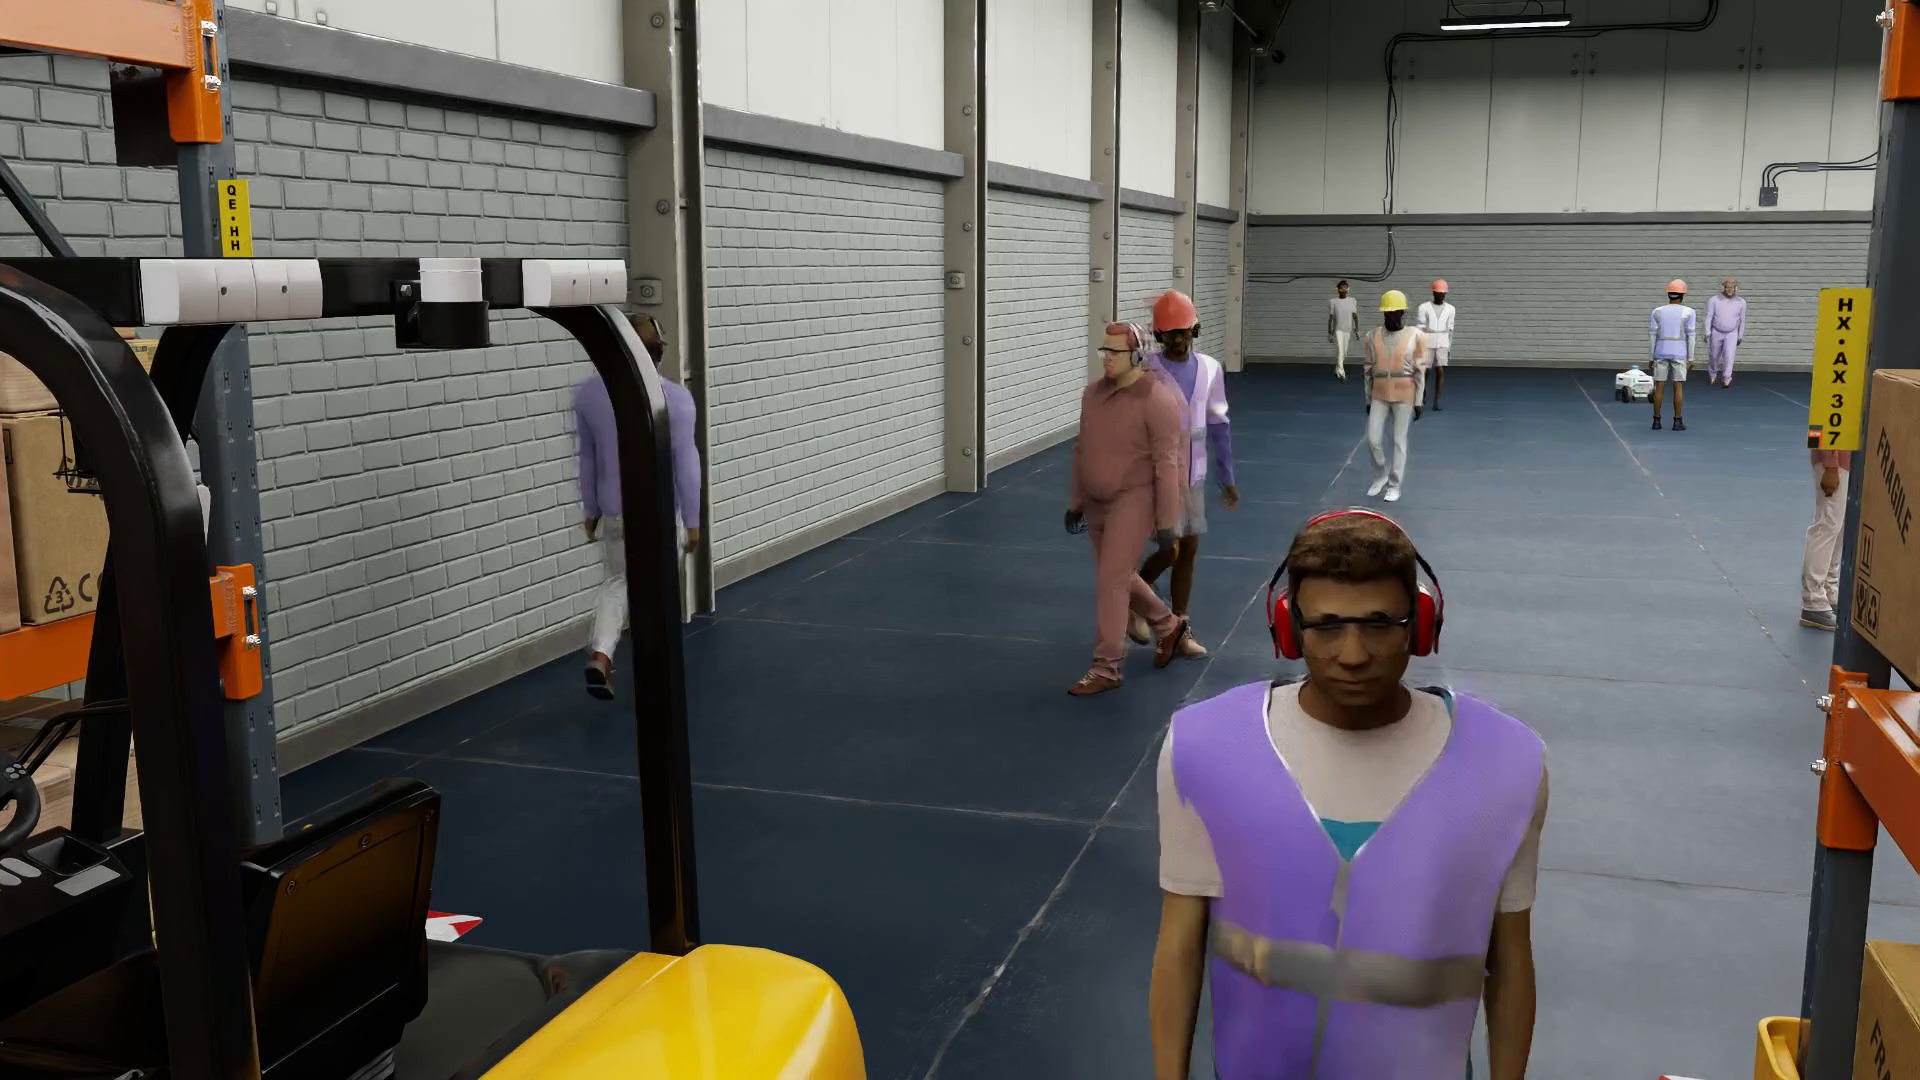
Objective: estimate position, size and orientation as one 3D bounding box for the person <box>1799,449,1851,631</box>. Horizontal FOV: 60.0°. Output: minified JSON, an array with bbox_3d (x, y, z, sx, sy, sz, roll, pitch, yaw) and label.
[{"bbox_3d":[5.241,-0.469,9.865,0.381,1.994,0.622,8,13,41],"label":"person"}]

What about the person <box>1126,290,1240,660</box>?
[{"bbox_3d":[1.167,-0.348,9.075,0.654,2.016,0.506,-6,11,-30],"label":"person"}]

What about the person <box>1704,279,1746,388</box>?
[{"bbox_3d":[13.201,-3.570,28.742,0.653,1.869,0.967,3,10,20],"label":"person"}]

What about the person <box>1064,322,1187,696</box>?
[{"bbox_3d":[0.877,-0.181,8.518,0.845,1.878,0.642,-6,11,-33],"label":"person"}]

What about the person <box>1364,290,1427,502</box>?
[{"bbox_3d":[3.901,-1.289,15.012,0.587,1.912,0.417,6,11,30],"label":"person"}]

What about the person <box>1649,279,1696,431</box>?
[{"bbox_3d":[9.155,-2.375,21.392,0.552,1.935,0.373,6,11,33],"label":"person"}]

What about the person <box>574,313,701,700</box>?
[{"bbox_3d":[-1.549,-0.126,8.018,0.649,1.927,0.572,3,10,18],"label":"person"}]

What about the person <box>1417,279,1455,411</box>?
[{"bbox_3d":[6.949,-2.865,24.383,0.560,1.916,0.725,1,10,5],"label":"person"}]

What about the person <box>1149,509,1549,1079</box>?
[{"bbox_3d":[0.557,0.859,2.466,0.558,1.825,0.525,3,10,15],"label":"person"}]

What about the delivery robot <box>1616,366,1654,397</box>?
[{"bbox_3d":[10.394,-2.442,25.623,0.477,0.478,0.707,0,10,0],"label":"delivery robot"}]

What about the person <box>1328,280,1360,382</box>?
[{"bbox_3d":[6.940,-3.791,30.162,0.534,1.834,0.938,-1,10,-5],"label":"person"}]
